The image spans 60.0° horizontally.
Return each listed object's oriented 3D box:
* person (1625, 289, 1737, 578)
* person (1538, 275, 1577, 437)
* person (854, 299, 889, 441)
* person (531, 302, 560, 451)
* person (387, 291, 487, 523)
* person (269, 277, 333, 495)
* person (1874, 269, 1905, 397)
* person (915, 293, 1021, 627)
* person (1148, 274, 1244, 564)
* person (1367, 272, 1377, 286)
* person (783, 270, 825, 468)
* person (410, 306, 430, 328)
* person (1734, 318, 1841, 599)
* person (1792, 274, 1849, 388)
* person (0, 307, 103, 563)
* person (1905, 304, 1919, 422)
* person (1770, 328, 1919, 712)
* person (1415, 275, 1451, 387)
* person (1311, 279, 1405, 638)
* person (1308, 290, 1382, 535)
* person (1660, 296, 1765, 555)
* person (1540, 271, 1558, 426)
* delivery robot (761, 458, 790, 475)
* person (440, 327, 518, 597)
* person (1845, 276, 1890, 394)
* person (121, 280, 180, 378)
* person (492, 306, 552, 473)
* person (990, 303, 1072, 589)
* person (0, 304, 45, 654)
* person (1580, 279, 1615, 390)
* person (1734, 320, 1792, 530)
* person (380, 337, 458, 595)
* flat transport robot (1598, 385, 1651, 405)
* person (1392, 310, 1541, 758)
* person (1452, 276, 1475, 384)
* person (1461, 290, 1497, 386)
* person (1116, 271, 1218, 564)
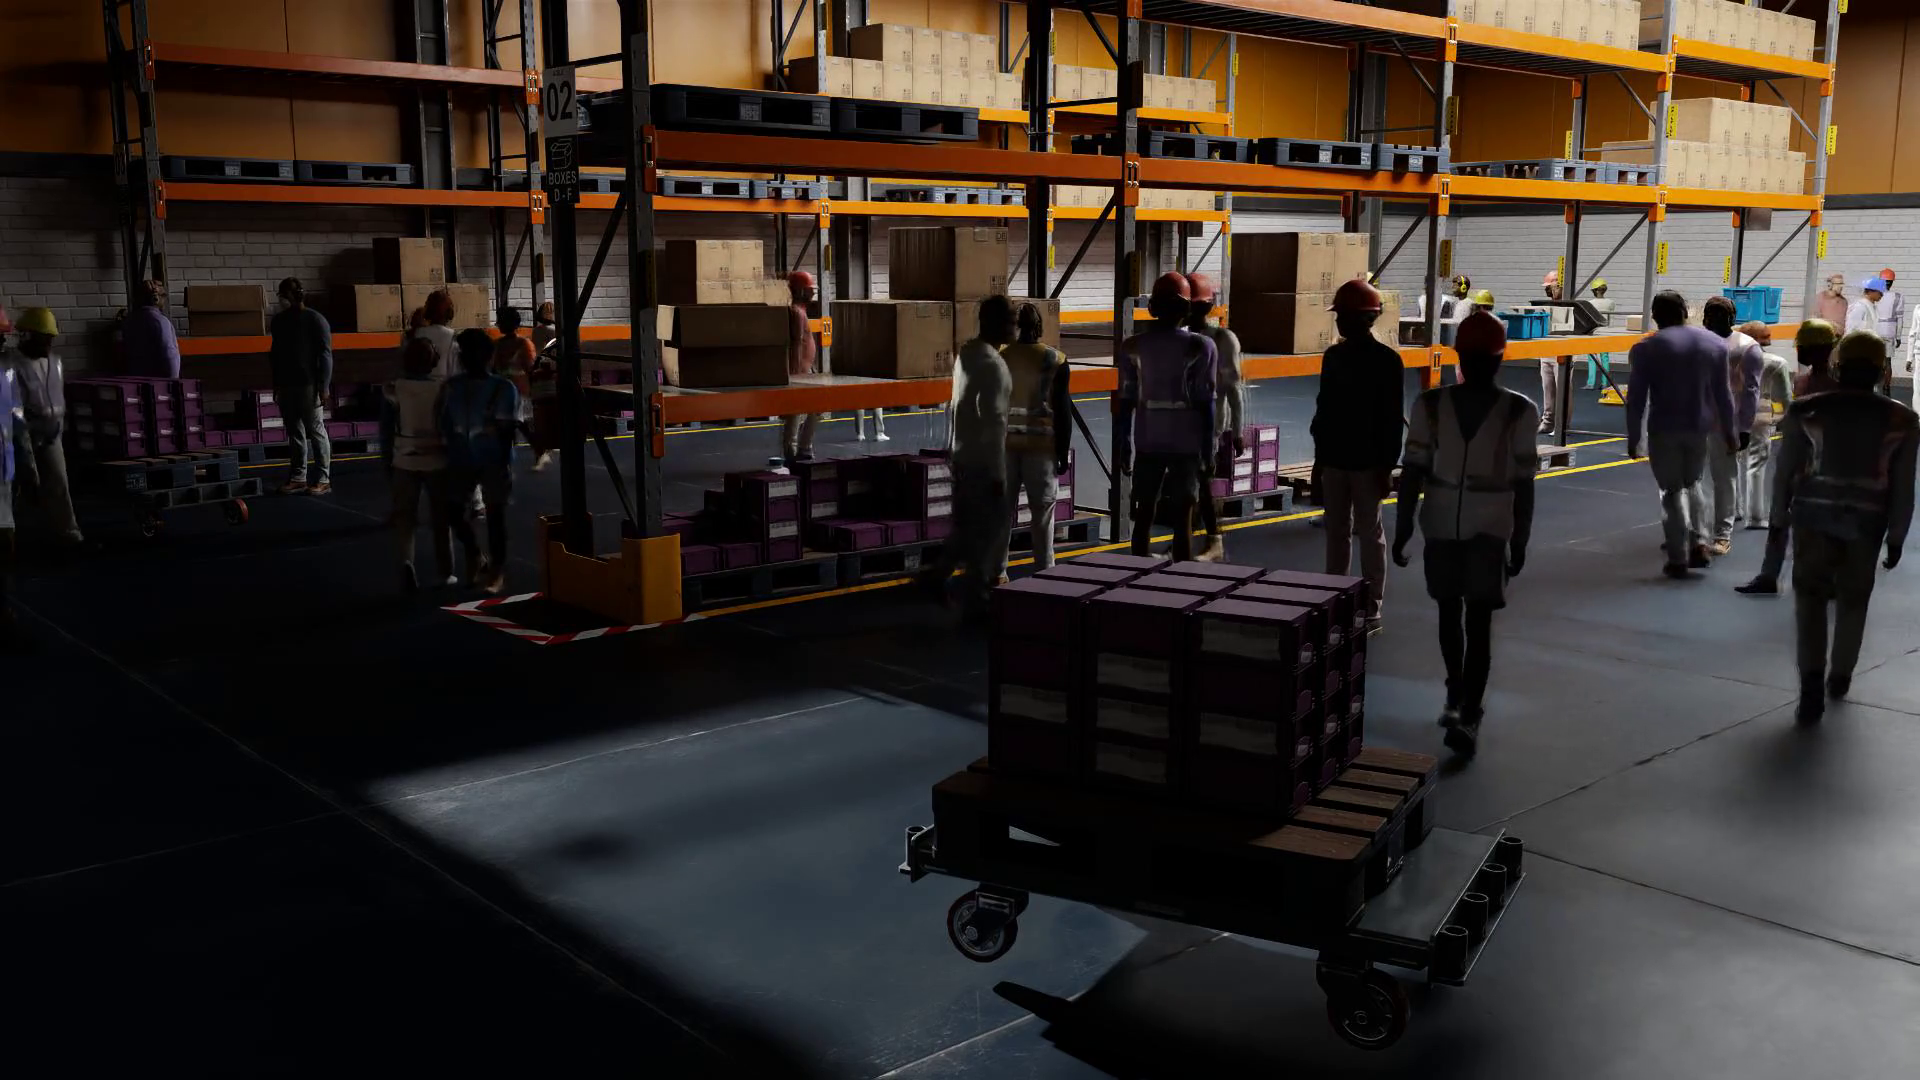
[{"bbox_3d":[4.767,-0.699,11.037,0.711,1.900,0.452,0,10,2],"label":"person"},{"bbox_3d":[7.066,-2.181,19.702,0.411,1.909,0.643,-3,10,-17],"label":"person"},{"bbox_3d":[-1.048,-1.947,19.130,0.502,1.631,0.286,3,10,18],"label":"person"},{"bbox_3d":[-4.502,-1.788,18.226,0.496,1.629,0.277,9,13,41],"label":"person"},{"bbox_3d":[-4.179,-1.048,13.304,0.714,1.846,0.506,-1,10,-6],"label":"person"},{"bbox_3d":[-5.879,-1.364,14.824,0.638,1.938,0.356,4,10,22],"label":"person"},{"bbox_3d":[13.647,-3.041,24.646,0.552,1.936,0.360,5,11,25],"label":"person"},{"bbox_3d":[0.086,-0.431,9.445,0.534,1.913,0.668,-2,10,-12],"label":"person"},{"bbox_3d":[1.511,-0.761,11.120,1.007,1.994,0.650,-8,13,-40],"label":"person"},{"bbox_3d":[5.262,-2.499,21.556,0.440,1.911,0.596,-8,12,-38],"label":"person"},{"bbox_3d":[-1.533,-1.681,16.553,0.567,1.975,0.655,-2,10,-10],"label":"person"},{"bbox_3d":[-5.316,-1.534,16.719,0.425,1.618,0.522,-9,13,-42],"label":"person"},{"bbox_3d":[5.189,-0.482,10.232,0.774,1.734,0.542,-2,10,-11],"label":"person"},{"bbox_3d":[12.619,-2.946,24.289,0.652,1.875,0.934,-2,10,-12],"label":"person"},{"bbox_3d":[-6.405,-0.714,11.520,0.938,1.769,0.620,4,10,22],"label":"person"},{"bbox_3d":[11.305,-2.106,19.328,0.355,1.884,0.576,-8,12,-39],"label":"person"},{"bbox_3d":[4.148,-0.097,7.831,0.588,1.799,0.880,4,10,22],"label":"person"},{"bbox_3d":[6.722,-2.826,23.496,0.541,1.899,0.593,-4,10,-22],"label":"person"},{"bbox_3d":[2.193,-0.448,9.296,0.386,1.996,0.610,-6,11,-29],"label":"person"},{"bbox_3d":[2.878,-0.994,12.747,0.672,1.901,0.609,7,12,37],"label":"person"},{"bbox_3d":[5.369,-0.819,11.912,0.429,1.846,0.625,-9,13,-42],"label":"person"},{"bbox_3d":[7.339,-2.354,20.620,0.360,1.936,0.552,-2,10,-10],"label":"person"},{"bbox_3d":[-1.431,-0.396,12.916,0.707,0.478,0.477,-7,12,-39],"label":"delivery robot"},{"bbox_3d":[-2.997,-0.477,10.377,0.538,1.676,0.365,2,10,12],"label":"person"},{"bbox_3d":[11.161,-2.313,20.552,1.046,1.879,0.617,9,13,42],"label":"person"},{"bbox_3d":[-7.404,-1.441,15.371,0.651,1.906,0.409,6,11,32],"label":"person"},{"bbox_3d":[-4.277,-1.435,16.065,0.541,1.657,0.874,7,12,36],"label":"person"},{"bbox_3d":[0.411,-0.580,10.565,0.622,1.835,0.430,3,10,18],"label":"person"},{"bbox_3d":[-5.114,-0.336,8.874,0.702,1.910,0.586,2,10,9],"label":"person"},{"bbox_3d":[10.115,-3.253,26.393,0.523,1.767,0.318,-3,10,-15],"label":"person"},{"bbox_3d":[6.232,-0.905,13.060,0.598,1.618,0.546,7,12,36],"label":"person"},{"bbox_3d":[-3.370,-0.460,10.445,0.535,1.617,0.642,-1,10,-5],"label":"person"},{"bbox_3d":[9.718,-2.097,23.991,0.652,0.197,1.431,6,11,33],"label":"flat transport robot"},{"bbox_3d":[2.179,-0.038,7.211,0.557,1.887,0.948,5,11,28],"label":"person"},{"bbox_3d":[6.701,-2.589,22.234,0.312,1.861,0.511,0,10,1],"label":"person"},{"bbox_3d":[5.985,-1.968,18.986,0.538,1.727,0.846,-3,10,-19],"label":"person"},{"bbox_3d":[1.239,-0.572,9.921,0.609,2.035,0.408,4,11,24],"label":"person"}]
